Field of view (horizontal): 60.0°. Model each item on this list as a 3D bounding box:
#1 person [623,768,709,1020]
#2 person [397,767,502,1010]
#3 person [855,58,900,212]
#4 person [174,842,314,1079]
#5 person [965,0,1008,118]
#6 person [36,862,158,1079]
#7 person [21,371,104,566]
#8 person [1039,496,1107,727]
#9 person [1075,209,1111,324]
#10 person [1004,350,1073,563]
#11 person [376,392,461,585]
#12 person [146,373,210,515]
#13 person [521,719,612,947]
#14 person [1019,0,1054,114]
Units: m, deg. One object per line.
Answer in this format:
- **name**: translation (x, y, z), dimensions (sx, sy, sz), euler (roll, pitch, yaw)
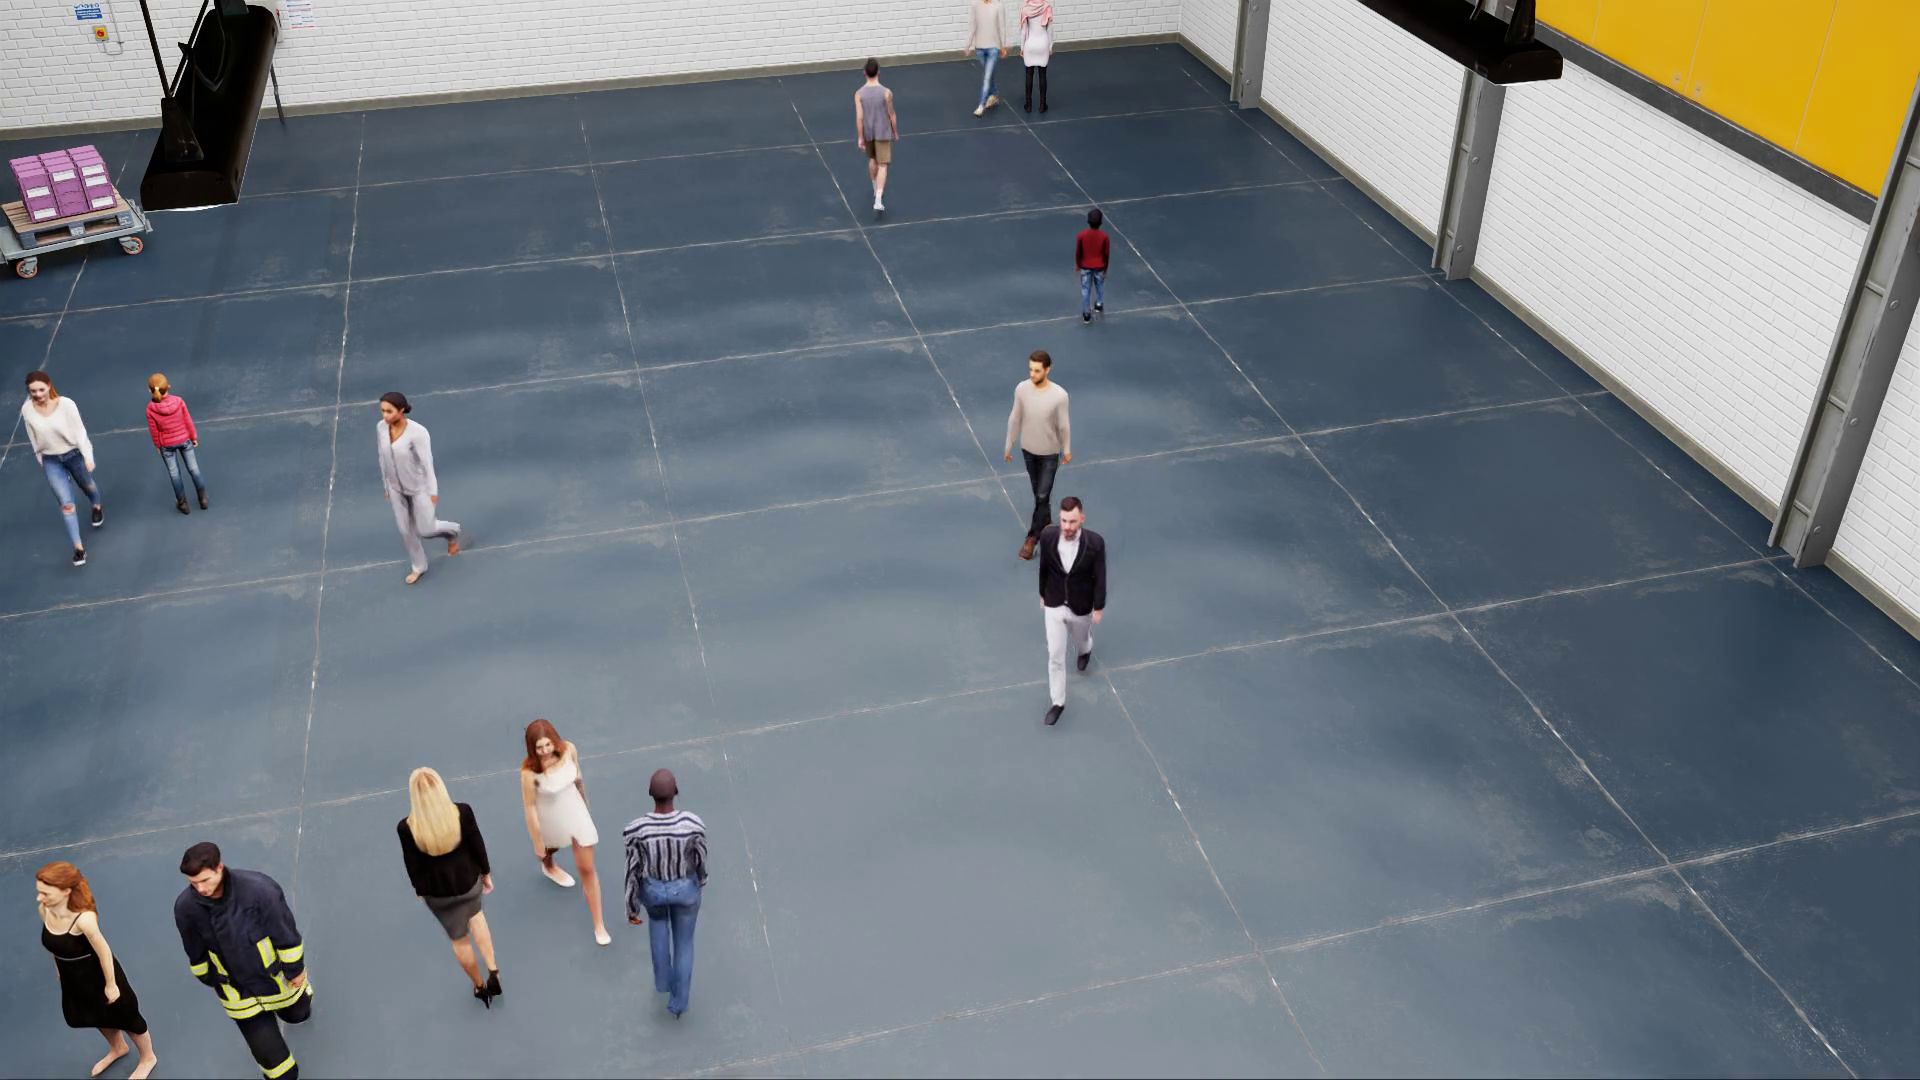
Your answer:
- **person**: translation (-1.675, 2.145, 9.681), dimensions (0.705, 1.772, 0.709), euler (-6, 34, -8)
- **person**: translation (-2.929, 2.112, 9.676), dimensions (0.682, 1.832, 0.733), euler (-17, 37, -24)
- **person**: translation (-1.003, -4.890, 20.189), dimensions (0.989, 1.813, 1.247), euler (7, 34, 10)
- **person**: translation (-3.941, 2.317, 9.308), dimensions (0.770, 1.900, 1.073), euler (-10, 35, -14)
- **person**: translation (0.412, -6.881, 23.195), dimensions (1.169, 1.846, 1.304), euler (13, 36, 19)
- **person**: translation (-4.889, 2.438, 9.374), dimensions (0.689, 1.624, 0.736), euler (13, 36, 19)
- **person**: translation (-7.550, -0.709, 14.091), dimensions (0.665, 1.644, 1.139), euler (-10, 35, -15)
- **person**: translation (0.834, 0.431, 12.221), dimensions (1.041, 1.815, 1.219), euler (10, 35, 14)
- **person**: translation (1.411, -2.908, 17.763), dimensions (0.604, 1.241, 0.731), euler (0, 34, 0)
- **person**: translation (0.721, -0.802, 14.063), dimensions (1.088, 1.830, 1.172), euler (16, 37, 22)
- **person**: translation (-4.470, -0.483, 13.683), dimensions (0.883, 1.720, 0.972), euler (12, 35, 17)
- **person**: translation (-6.888, -0.850, 14.601), dimensions (0.559, 1.314, 0.568), euler (-20, 39, -27)
- **person**: translation (-2.554, 1.705, 10.468), dimensions (0.929, 1.634, 1.269), euler (-26, 42, -33)
- **person**: translation (1.068, -6.885, 23.238), dimensions (0.701, 1.804, 0.688), euler (1, 34, 1)
